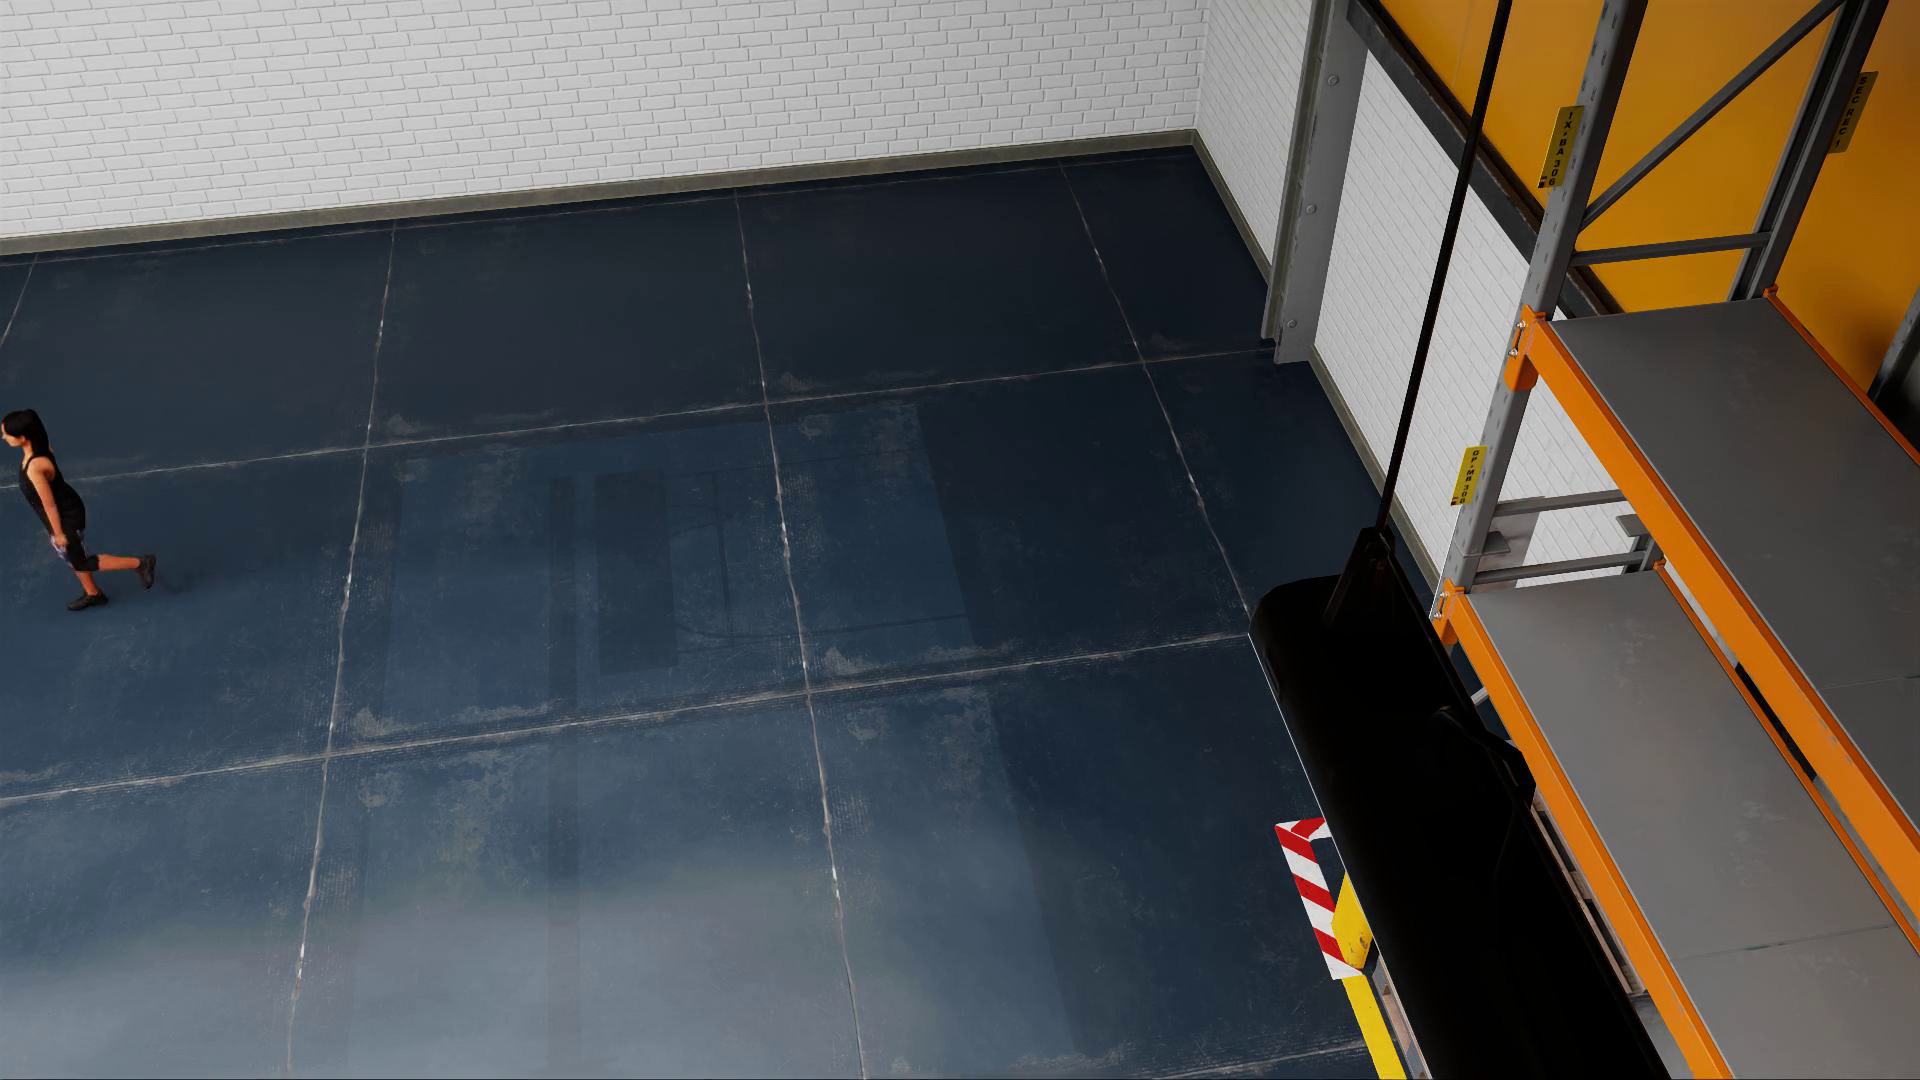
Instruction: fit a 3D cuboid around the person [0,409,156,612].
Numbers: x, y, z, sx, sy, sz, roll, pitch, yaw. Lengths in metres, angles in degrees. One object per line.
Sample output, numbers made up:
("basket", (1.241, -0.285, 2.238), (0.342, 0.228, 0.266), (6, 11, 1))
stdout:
("person", (-5.716, -0.178, 10.728), (0.814, 1.648, 0.883), (-20, 47, -20))
